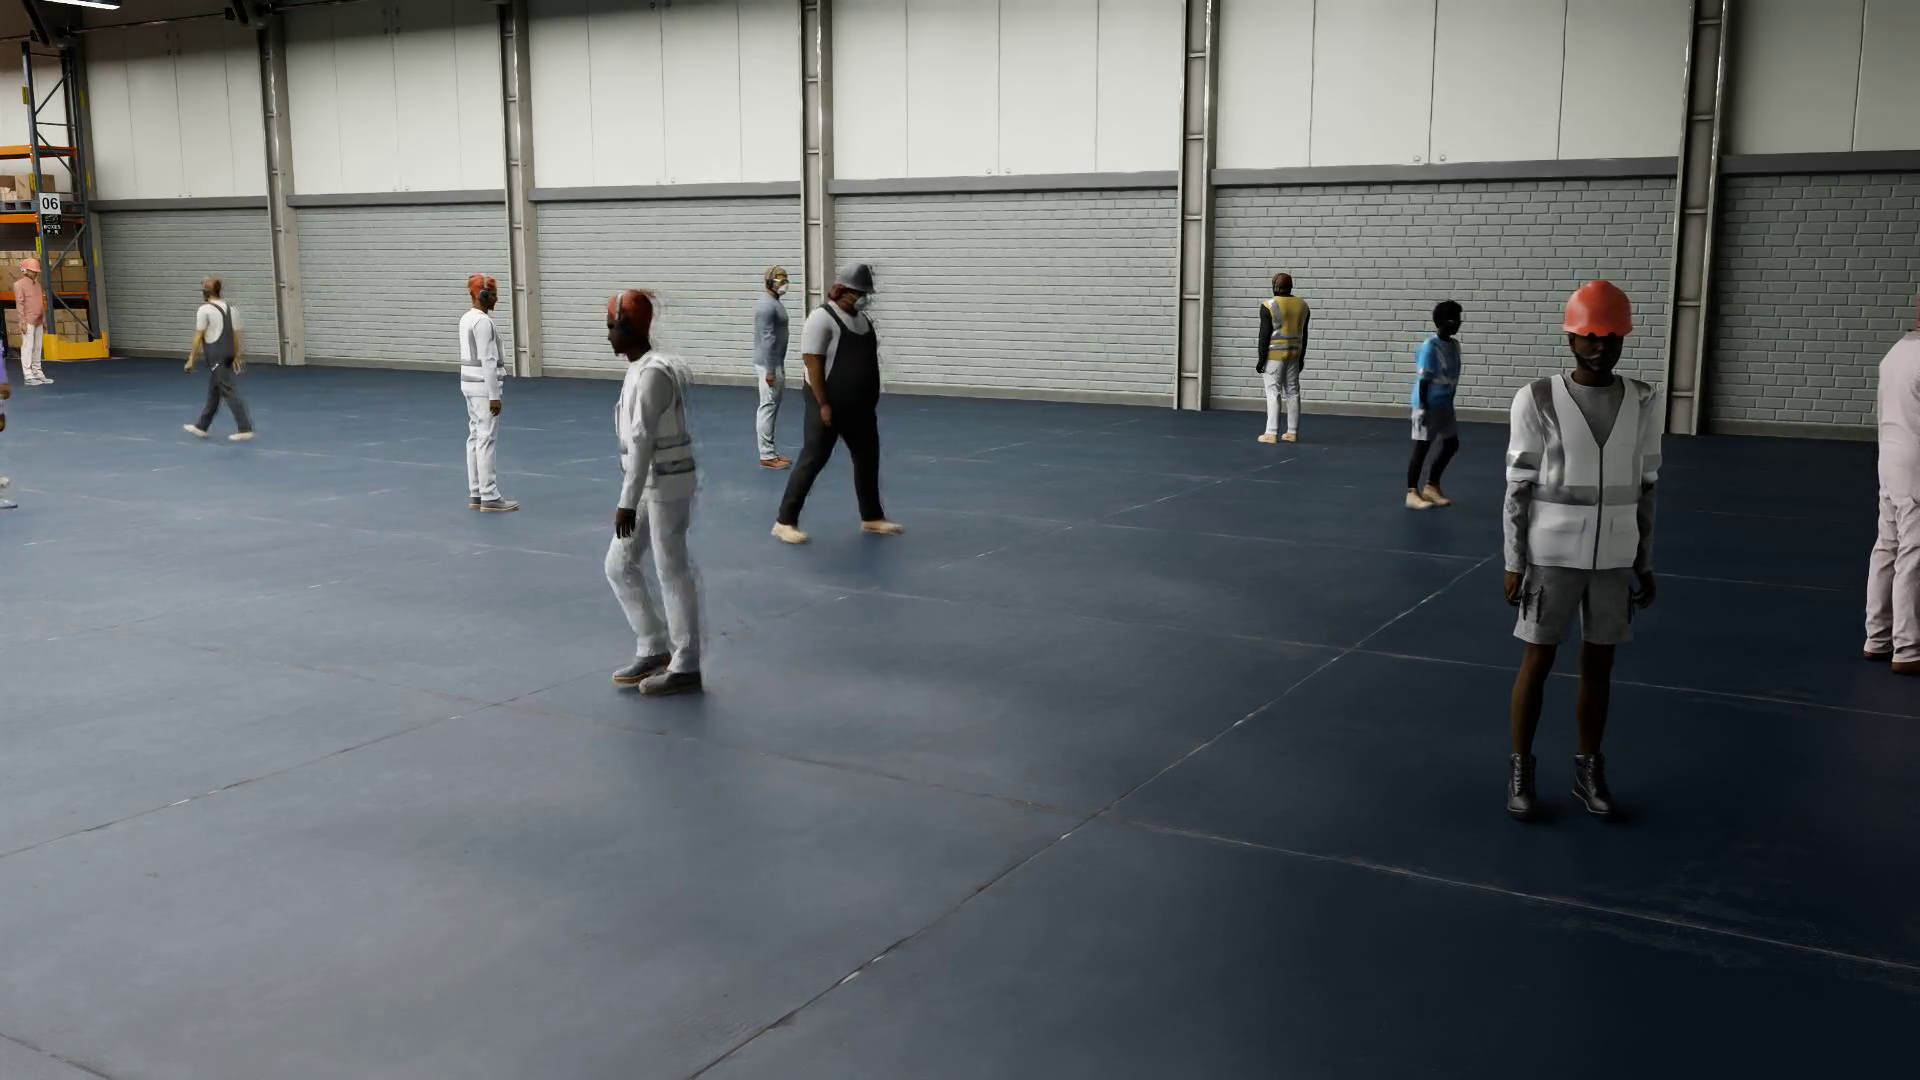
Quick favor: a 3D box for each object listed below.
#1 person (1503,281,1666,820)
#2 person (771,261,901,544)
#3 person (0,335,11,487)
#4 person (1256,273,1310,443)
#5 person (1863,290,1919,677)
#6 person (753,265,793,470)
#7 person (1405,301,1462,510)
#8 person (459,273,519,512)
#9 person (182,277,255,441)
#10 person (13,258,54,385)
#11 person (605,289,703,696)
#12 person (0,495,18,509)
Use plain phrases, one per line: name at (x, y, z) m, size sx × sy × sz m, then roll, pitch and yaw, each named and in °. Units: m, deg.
person at (2.219, 0.054, 5.924) m, size 0.551 × 1.934 × 0.372 m, roll 0°, pitch 10°, yaw 1°
person at (-0.855, -1.011, 11.859) m, size 0.604 × 2.000 × 0.873 m, roll 7°, pitch 12°, yaw 37°
person at (-8.481, -1.403, 14.198) m, size 0.620 × 2.024 × 0.648 m, roll 3°, pitch 10°, yaw 16°
person at (3.483, -1.975, 18.082) m, size 0.629 × 1.842 × 0.429 m, roll -5°, pitch 11°, yaw -25°
person at (4.685, -0.297, 8.067) m, size 0.402 × 1.911 × 0.639 m, roll 1°, pitch 10°, yaw 8°
person at (-1.784, -1.642, 15.866) m, size 0.372 × 1.935 × 0.629 m, roll 0°, pitch 10°, yaw 1°
person at (3.798, -1.069, 13.286) m, size 0.377 × 1.669 × 0.546 m, roll 9°, pitch 13°, yaw 43°
person at (-3.778, -1.167, 13.230) m, size 0.356 × 1.885 × 0.572 m, roll -6°, pitch 11°, yaw -32°
person at (-8.177, -1.975, 18.226) m, size 0.954 × 1.794 × 0.535 m, roll 2°, pitch 10°, yaw 11°
person at (-14.610, -3.435, 26.214) m, size 0.393 × 1.985 × 0.611 m, roll 0°, pitch 10°, yaw 2°
person at (-1.447, -0.199, 7.618) m, size 0.535 × 1.859 × 0.619 m, roll -4°, pitch 10°, yaw -21°
person at (-8.082, -1.145, 13.334) m, size 0.920 × 1.805 × 0.580 m, roll 1°, pitch 10°, yaw 5°
